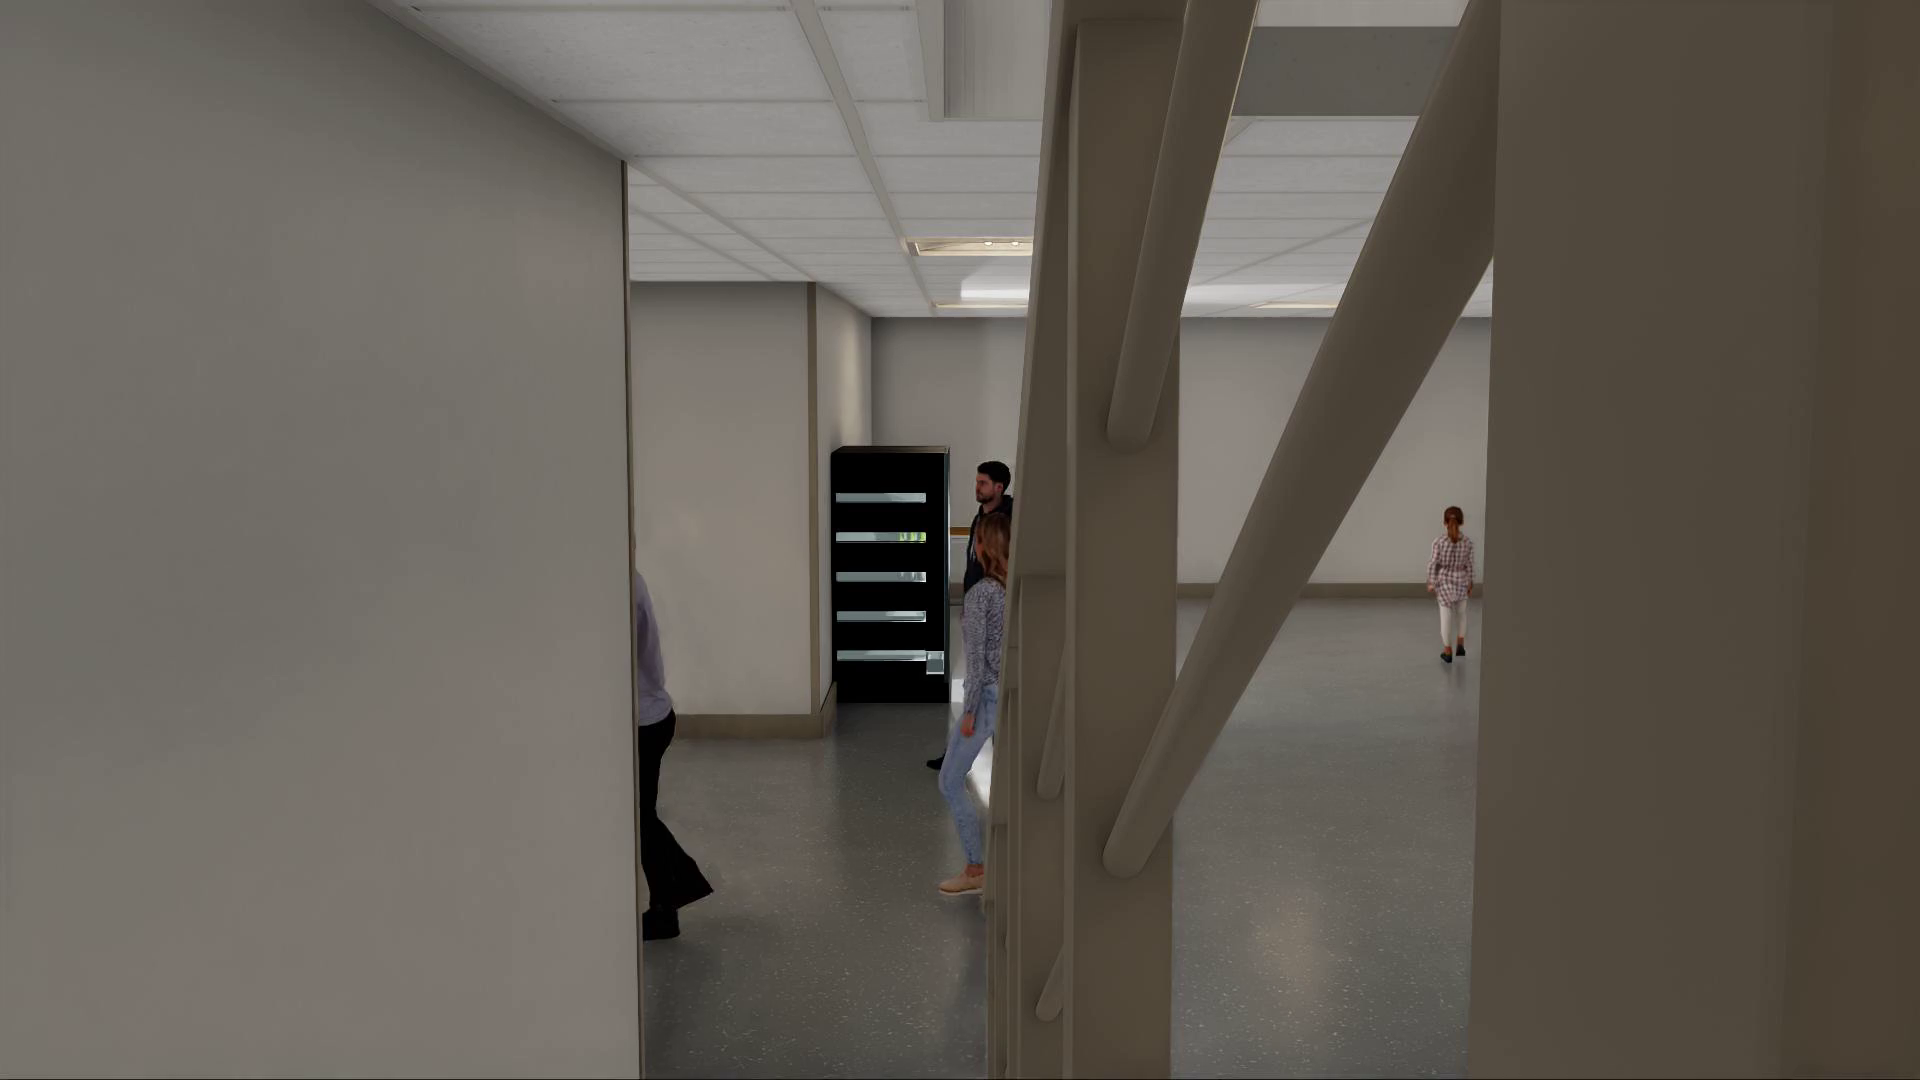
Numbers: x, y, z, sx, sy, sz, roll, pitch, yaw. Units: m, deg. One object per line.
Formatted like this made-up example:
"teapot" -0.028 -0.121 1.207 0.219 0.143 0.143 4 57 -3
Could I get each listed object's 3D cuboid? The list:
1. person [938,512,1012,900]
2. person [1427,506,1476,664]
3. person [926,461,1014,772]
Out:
"person" 0.221 0.774 7.377 0.831 1.788 0.763 5 7 39
"person" 4.092 0.372 13.797 0.538 1.303 0.526 0 6 4
"person" 0.292 0.471 10.063 1.096 1.854 1.258 -3 6 -25
